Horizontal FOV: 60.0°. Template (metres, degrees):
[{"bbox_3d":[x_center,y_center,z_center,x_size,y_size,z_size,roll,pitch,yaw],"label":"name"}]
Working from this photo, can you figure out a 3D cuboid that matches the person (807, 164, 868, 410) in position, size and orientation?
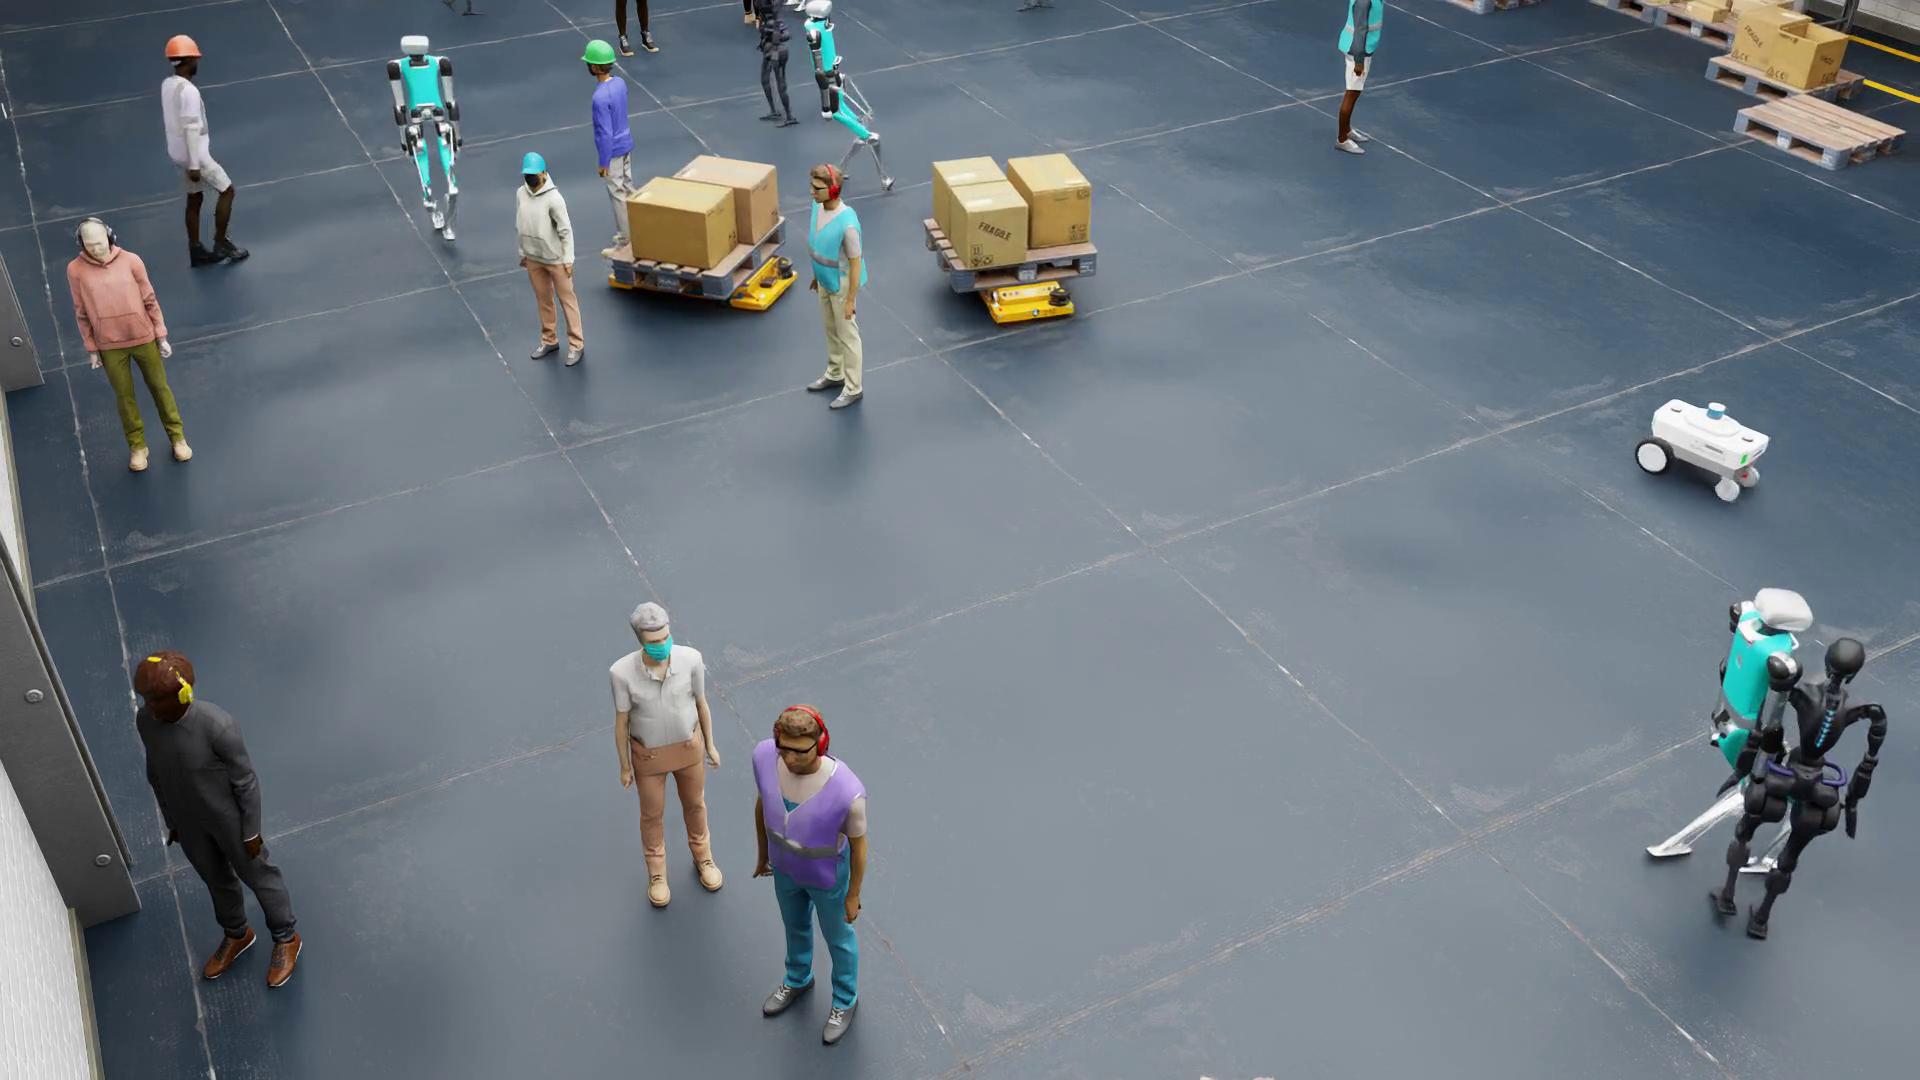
[{"bbox_3d":[-0.879,-1.831,11.954,0.392,1.847,0.563,-19,39,-25],"label":"person"}]

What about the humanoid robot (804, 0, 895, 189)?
[{"bbox_3d":[-0.925,-4.027,15.234,0.916,1.810,0.574,4,35,5],"label":"humanoid robot"}]

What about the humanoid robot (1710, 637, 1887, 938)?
[{"bbox_3d":[3.930,1.167,7.827,0.615,1.632,0.392,12,37,17],"label":"humanoid robot"}]

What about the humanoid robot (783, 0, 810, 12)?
[{"bbox_3d":[-1.850,-7.049,19.385,0.735,1.675,0.533,-19,39,-25],"label":"humanoid robot"}]

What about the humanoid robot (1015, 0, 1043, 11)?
[{"bbox_3d":[0.861,-7.096,19.620,0.327,1.654,0.595,9,36,13],"label":"humanoid robot"}]

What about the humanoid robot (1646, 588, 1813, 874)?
[{"bbox_3d":[3.975,0.980,8.053,0.866,1.768,0.531,-2,35,-2],"label":"humanoid robot"}]

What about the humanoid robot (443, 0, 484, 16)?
[{"bbox_3d":[-5.884,-6.938,19.400,0.426,1.647,0.585,-5,35,-7],"label":"humanoid robot"}]

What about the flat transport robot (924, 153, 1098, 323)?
[{"bbox_3d":[0.414,-2.241,13.915,0.659,0.231,1.431,-9,36,-13],"label":"flat transport robot"}]

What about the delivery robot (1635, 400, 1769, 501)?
[{"bbox_3d":[5.115,-0.663,11.403,0.499,0.583,0.767,-27,43,-33],"label":"delivery robot"}]

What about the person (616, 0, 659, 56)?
[{"bbox_3d":[-3.650,-6.327,18.283,0.605,1.958,0.374,-18,39,-24],"label":"person"}]

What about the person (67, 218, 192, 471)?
[{"bbox_3d":[-5.650,-1.347,11.276,0.518,1.833,0.376,-15,38,-20],"label":"person"}]

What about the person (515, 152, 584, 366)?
[{"bbox_3d":[-3.101,-2.116,12.508,0.474,1.676,0.356,14,37,19],"label":"person"}]

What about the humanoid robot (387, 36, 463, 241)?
[{"bbox_3d":[-4.511,-3.349,14.223,0.532,1.737,0.996,-9,36,-13],"label":"humanoid robot"}]

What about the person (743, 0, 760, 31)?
[{"bbox_3d":[-2.360,-6.737,19.087,0.318,1.697,0.539,-22,40,-28],"label":"person"}]

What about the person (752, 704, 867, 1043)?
[{"bbox_3d":[-0.648,1.433,7.292,0.563,1.849,0.391,19,39,24],"label":"person"}]

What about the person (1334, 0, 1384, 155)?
[{"bbox_3d":[3.846,-4.709,15.984,0.415,1.938,0.568,11,37,15],"label":"person"}]

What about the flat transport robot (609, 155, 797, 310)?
[{"bbox_3d":[-2.148,-2.231,13.901,1.431,0.231,0.659,11,37,16],"label":"flat transport robot"}]

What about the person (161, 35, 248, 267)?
[{"bbox_3d":[-6.398,-3.224,13.918,0.579,1.878,0.643,27,43,33],"label":"person"}]

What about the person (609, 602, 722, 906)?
[{"bbox_3d":[-1.404,1.017,7.972,0.489,1.749,0.315,-13,37,-18],"label":"person"}]

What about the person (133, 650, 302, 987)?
[{"bbox_3d":[-3.374,1.263,7.515,0.494,1.875,0.356,6,35,9],"label":"person"}]

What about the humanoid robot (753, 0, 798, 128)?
[{"bbox_3d":[-1.876,-4.957,16.567,0.323,1.658,0.593,-13,37,-18],"label":"humanoid robot"}]

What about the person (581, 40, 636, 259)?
[{"bbox_3d":[-2.927,-3.277,13.999,0.341,1.872,0.467,7,36,10],"label":"person"}]

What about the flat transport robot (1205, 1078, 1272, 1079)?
[{"bbox_3d":[0.971,2.912,6.558,0.659,0.231,1.431,-15,38,-20],"label":"flat transport robot"}]
